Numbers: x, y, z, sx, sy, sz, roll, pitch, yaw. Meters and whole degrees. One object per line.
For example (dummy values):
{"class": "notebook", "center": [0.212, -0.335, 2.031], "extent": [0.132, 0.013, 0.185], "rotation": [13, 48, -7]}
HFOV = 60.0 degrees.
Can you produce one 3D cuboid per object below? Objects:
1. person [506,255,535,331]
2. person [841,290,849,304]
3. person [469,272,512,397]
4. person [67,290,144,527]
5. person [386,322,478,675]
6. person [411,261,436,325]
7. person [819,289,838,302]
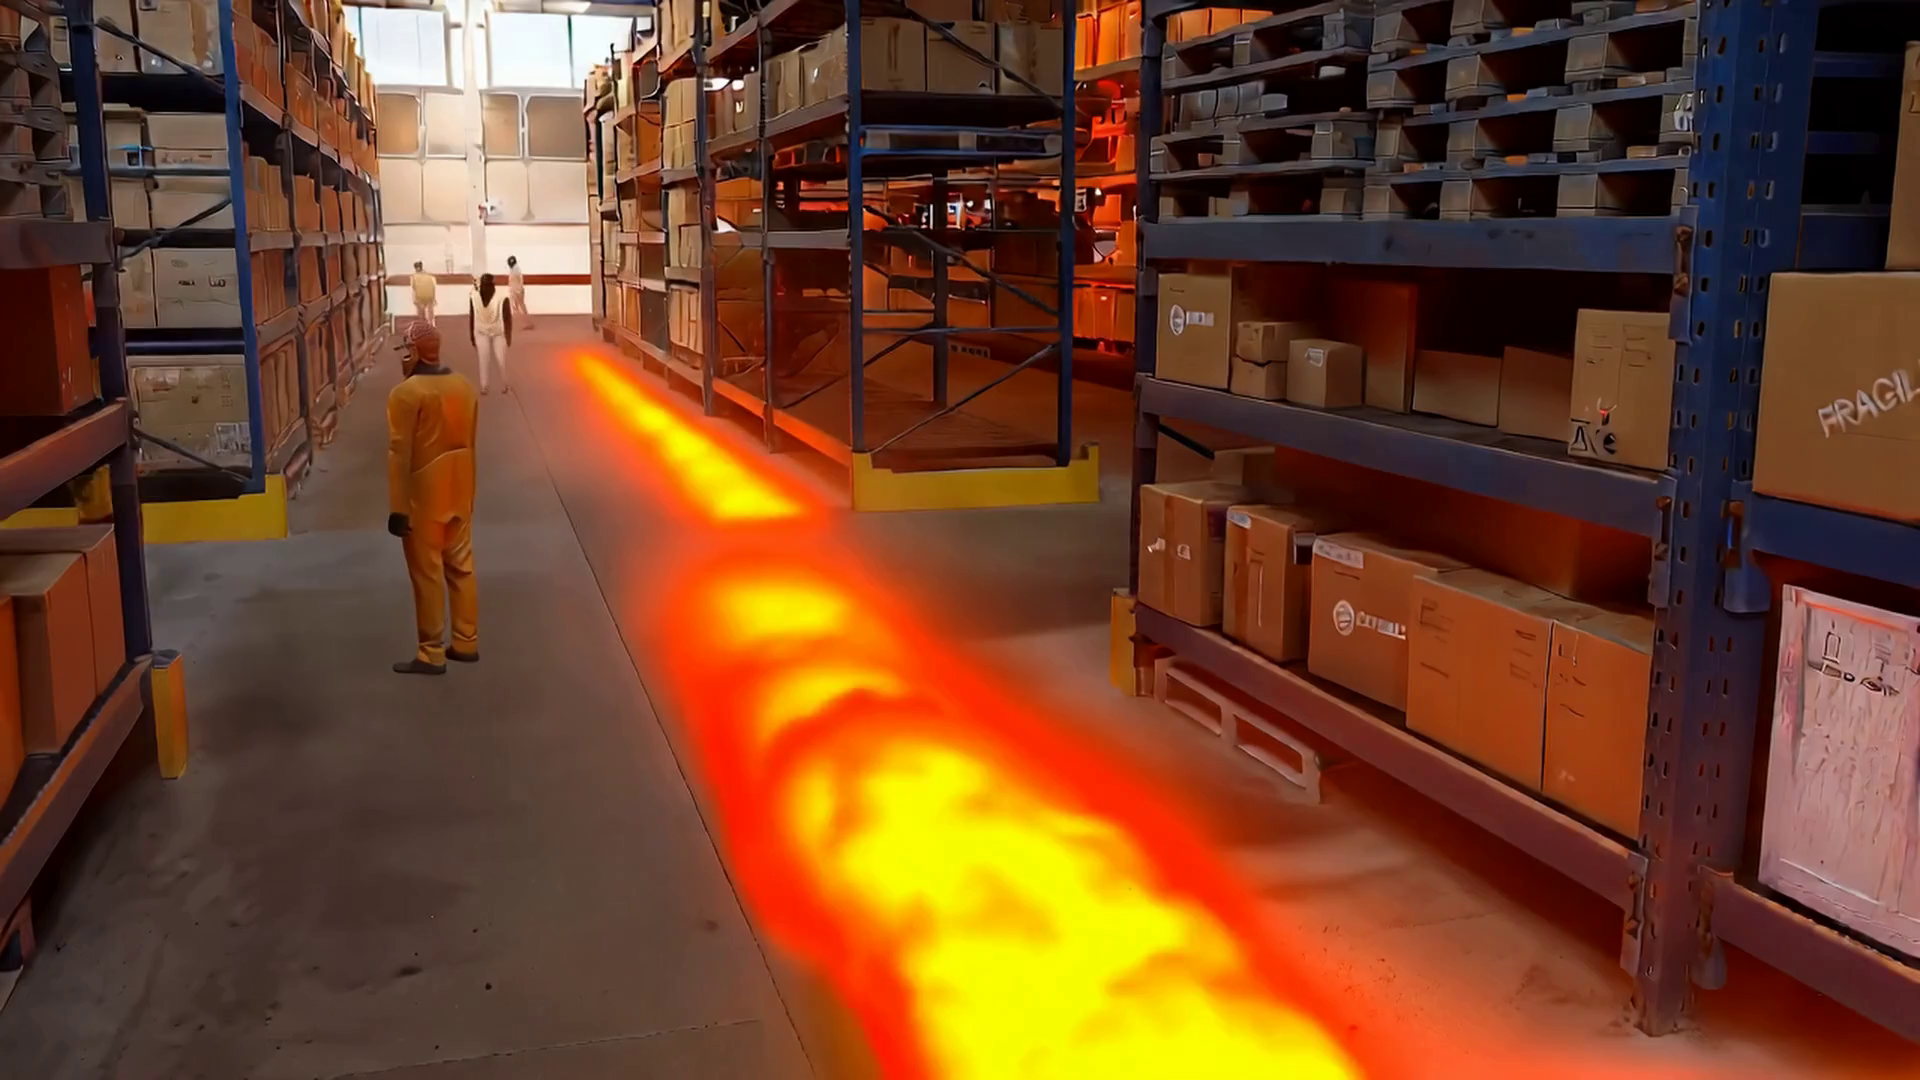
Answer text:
{"class": "person", "center": [-11.148, -6.168, 41.587], "extent": [0.991, 1.893, 0.633], "rotation": [-4, 11, -22]}
{"class": "person", "center": [-2.876, -6.541, 44.016], "extent": [0.563, 1.753, 0.327], "rotation": [4, 11, 23]}
{"class": "person", "center": [-6.961, -3.044, 24.673], "extent": [0.637, 1.851, 0.484], "rotation": [0, 10, 2]}
{"class": "person", "center": [-5.207, -0.478, 10.011], "extent": [0.443, 2.029, 0.637], "rotation": [0, 10, -2]}
{"class": "person", "center": [-2.874, -0.226, 9.013], "extent": [0.399, 1.900, 0.643], "rotation": [3, 11, 18]}
{"class": "person", "center": [-12.876, -5.802, 39.931], "extent": [0.605, 1.760, 0.968], "rotation": [-6, 12, -30]}
{"class": "person", "center": [-2.249, -3.731, 28.701], "extent": [0.442, 1.720, 0.648], "rotation": [-7, 12, -34]}
